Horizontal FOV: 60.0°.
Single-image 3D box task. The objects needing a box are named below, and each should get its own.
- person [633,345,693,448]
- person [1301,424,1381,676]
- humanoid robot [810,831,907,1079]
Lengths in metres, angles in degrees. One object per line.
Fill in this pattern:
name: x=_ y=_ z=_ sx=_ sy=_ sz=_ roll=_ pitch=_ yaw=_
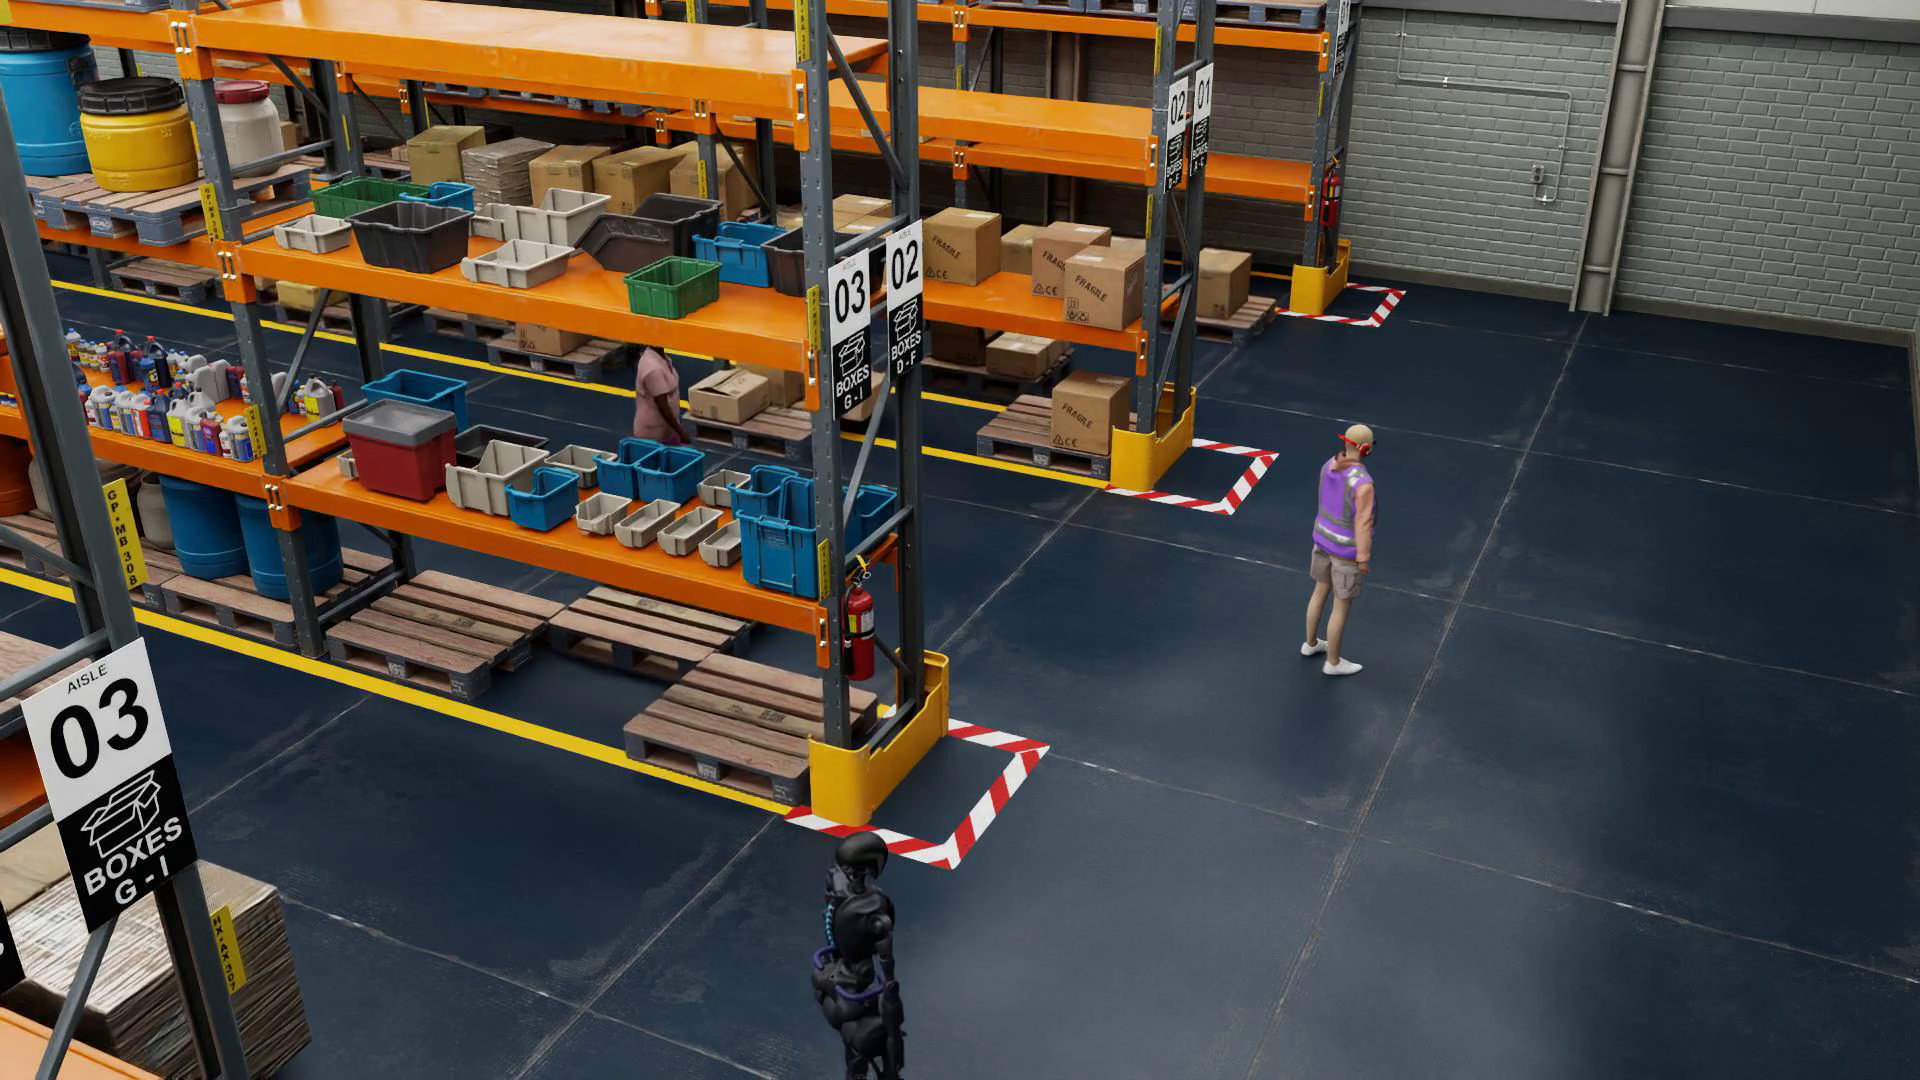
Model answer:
person: x=-2.156 y=-0.828 z=12.305 sx=0.939 sy=1.747 sz=0.498 roll=1 pitch=26 yaw=2
person: x=2.428 y=0.057 z=10.590 sx=0.351 sy=1.688 sz=0.489 roll=-11 pitch=28 yaw=-21
humanoid robot: x=-0.469 y=1.901 z=6.873 sx=0.446 sy=1.646 sz=0.584 roll=-16 pitch=31 yaw=-30
